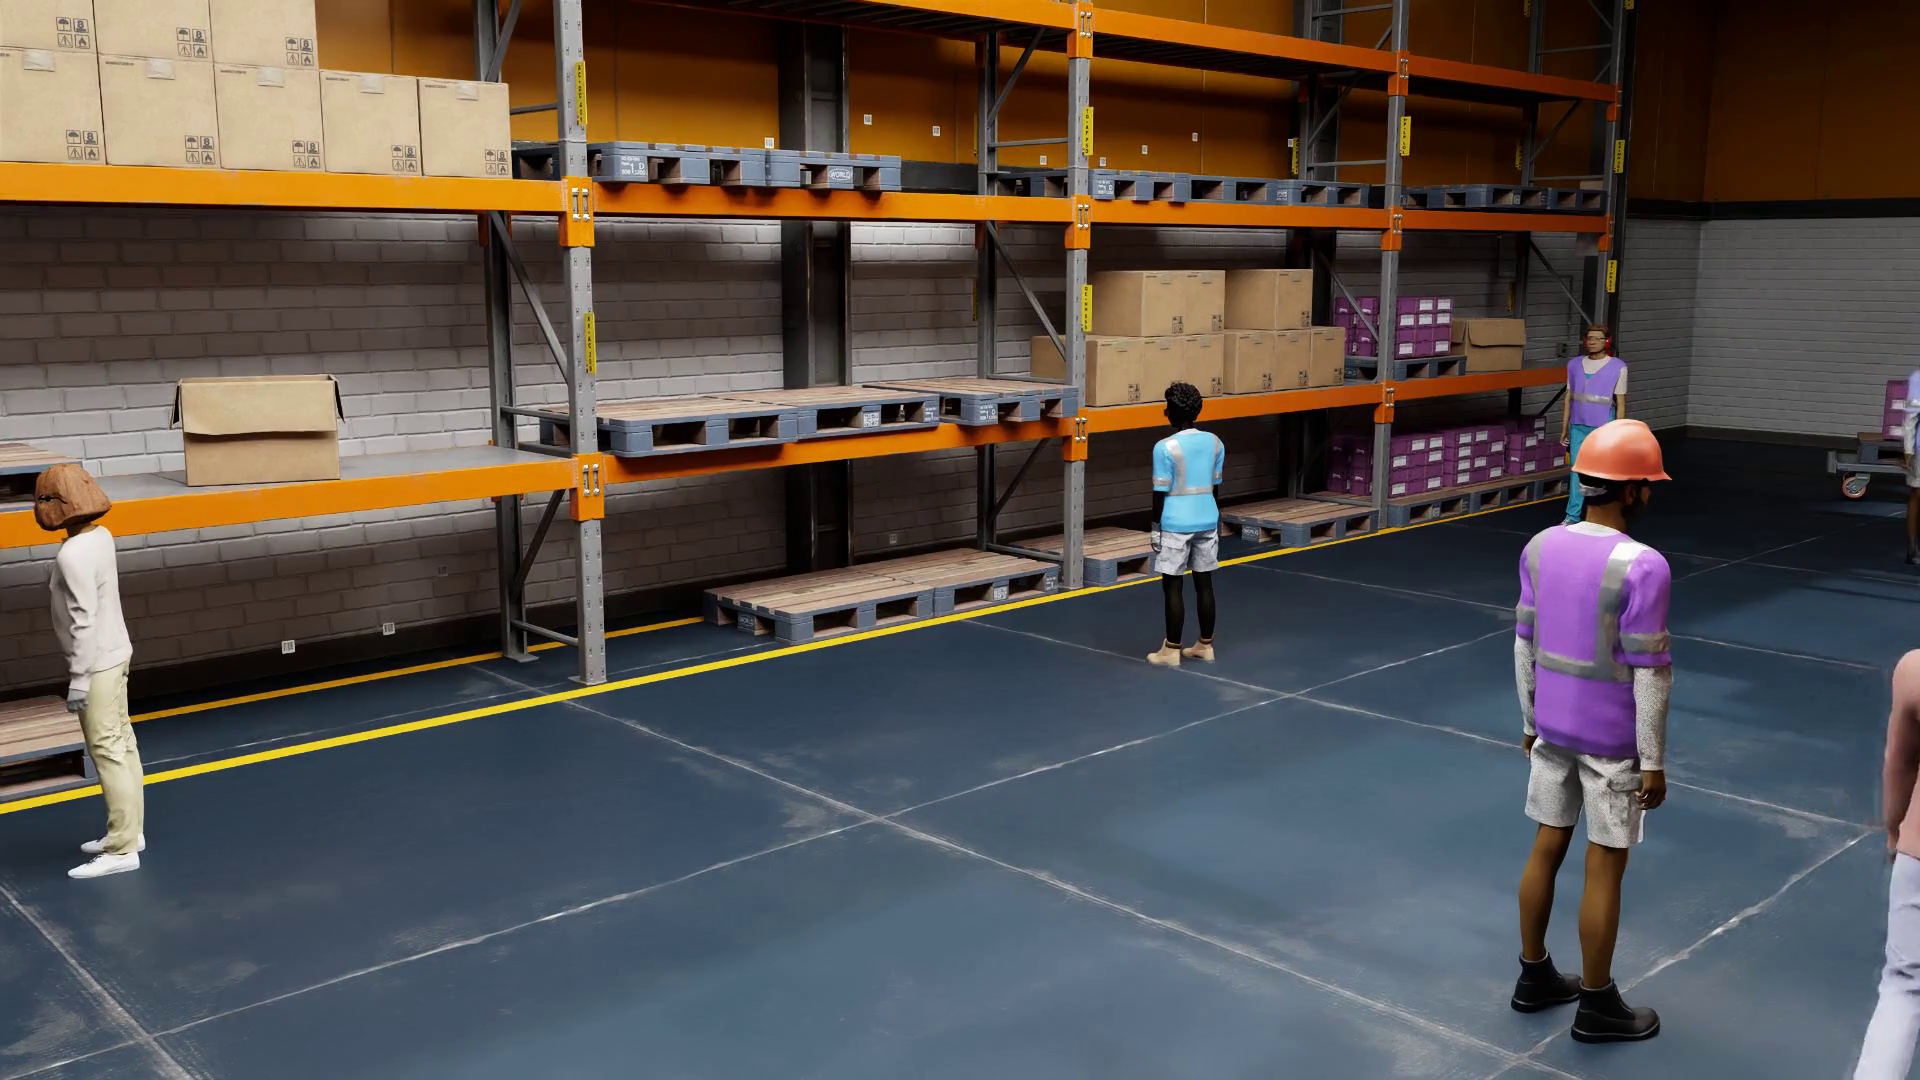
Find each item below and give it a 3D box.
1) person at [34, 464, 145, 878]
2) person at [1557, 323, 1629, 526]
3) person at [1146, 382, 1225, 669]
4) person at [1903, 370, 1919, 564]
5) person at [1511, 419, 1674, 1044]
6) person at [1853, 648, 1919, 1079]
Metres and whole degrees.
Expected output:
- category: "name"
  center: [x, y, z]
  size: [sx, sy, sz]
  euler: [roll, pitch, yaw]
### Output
- category: "person"
  center: [-3.421, 0.509, 6.551]
  size: [0.286, 1.632, 0.500]
  euler: [-3, 10, -15]
- category: "person"
  center: [5.553, -0.975, 14.605]
  size: [0.384, 1.849, 0.570]
  euler: [-8, 13, -40]
- category: "person"
  center: [1.332, -0.079, 9.831]
  size: [0.534, 1.694, 0.320]
  euler: [-7, 12, -34]
- category: "person"
  center: [7.584, -0.700, 12.858]
  size: [0.583, 1.886, 0.851]
  euler: [2, 10, 14]
- category: "person"
  center: [1.991, 0.589, 5.192]
  size: [0.362, 1.935, 0.553]
  euler: [-5, 11, -26]
- category: "person"
  center: [2.616, 0.846, 4.315]
  size: [0.890, 1.724, 0.518]
  euler: [-9, 13, -43]
